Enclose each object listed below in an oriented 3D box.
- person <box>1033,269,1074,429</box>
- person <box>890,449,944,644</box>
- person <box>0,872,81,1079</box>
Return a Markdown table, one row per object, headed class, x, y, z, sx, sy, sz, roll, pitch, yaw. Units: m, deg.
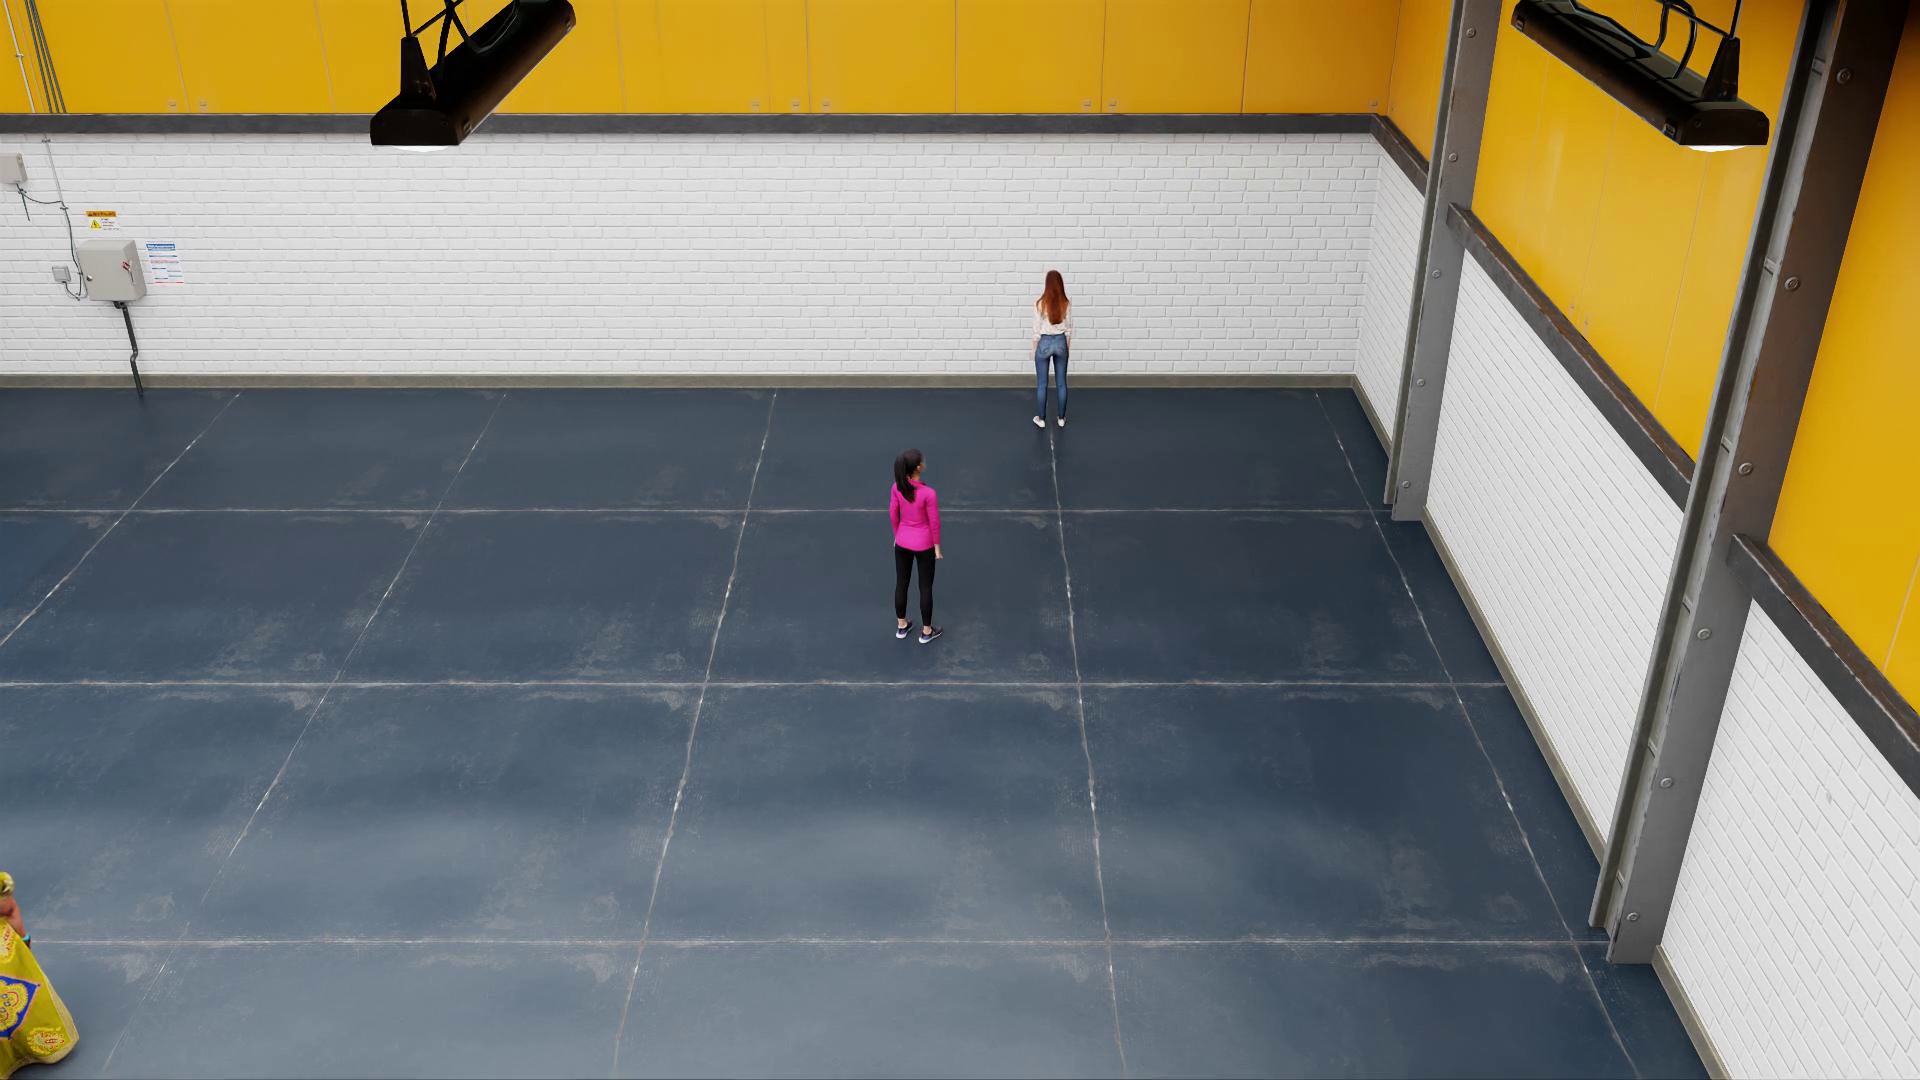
| class | x | y | z | sx | sy | sz | roll | pitch | yaw |
| --- | --- | --- | --- | --- | --- | --- | --- | --- | --- |
| person | 0.961 | -1.997 | 17.322 | 0.605 | 1.728 | 0.556 | -4 | 29 | -8 |
| person | -0.374 | 0.041 | 13.617 | 0.671 | 1.698 | 0.683 | 13 | 31 | 22 |
| person | -5.522 | 2.362 | 9.404 | 0.995 | 1.659 | 1.001 | -16 | 32 | -27 |
